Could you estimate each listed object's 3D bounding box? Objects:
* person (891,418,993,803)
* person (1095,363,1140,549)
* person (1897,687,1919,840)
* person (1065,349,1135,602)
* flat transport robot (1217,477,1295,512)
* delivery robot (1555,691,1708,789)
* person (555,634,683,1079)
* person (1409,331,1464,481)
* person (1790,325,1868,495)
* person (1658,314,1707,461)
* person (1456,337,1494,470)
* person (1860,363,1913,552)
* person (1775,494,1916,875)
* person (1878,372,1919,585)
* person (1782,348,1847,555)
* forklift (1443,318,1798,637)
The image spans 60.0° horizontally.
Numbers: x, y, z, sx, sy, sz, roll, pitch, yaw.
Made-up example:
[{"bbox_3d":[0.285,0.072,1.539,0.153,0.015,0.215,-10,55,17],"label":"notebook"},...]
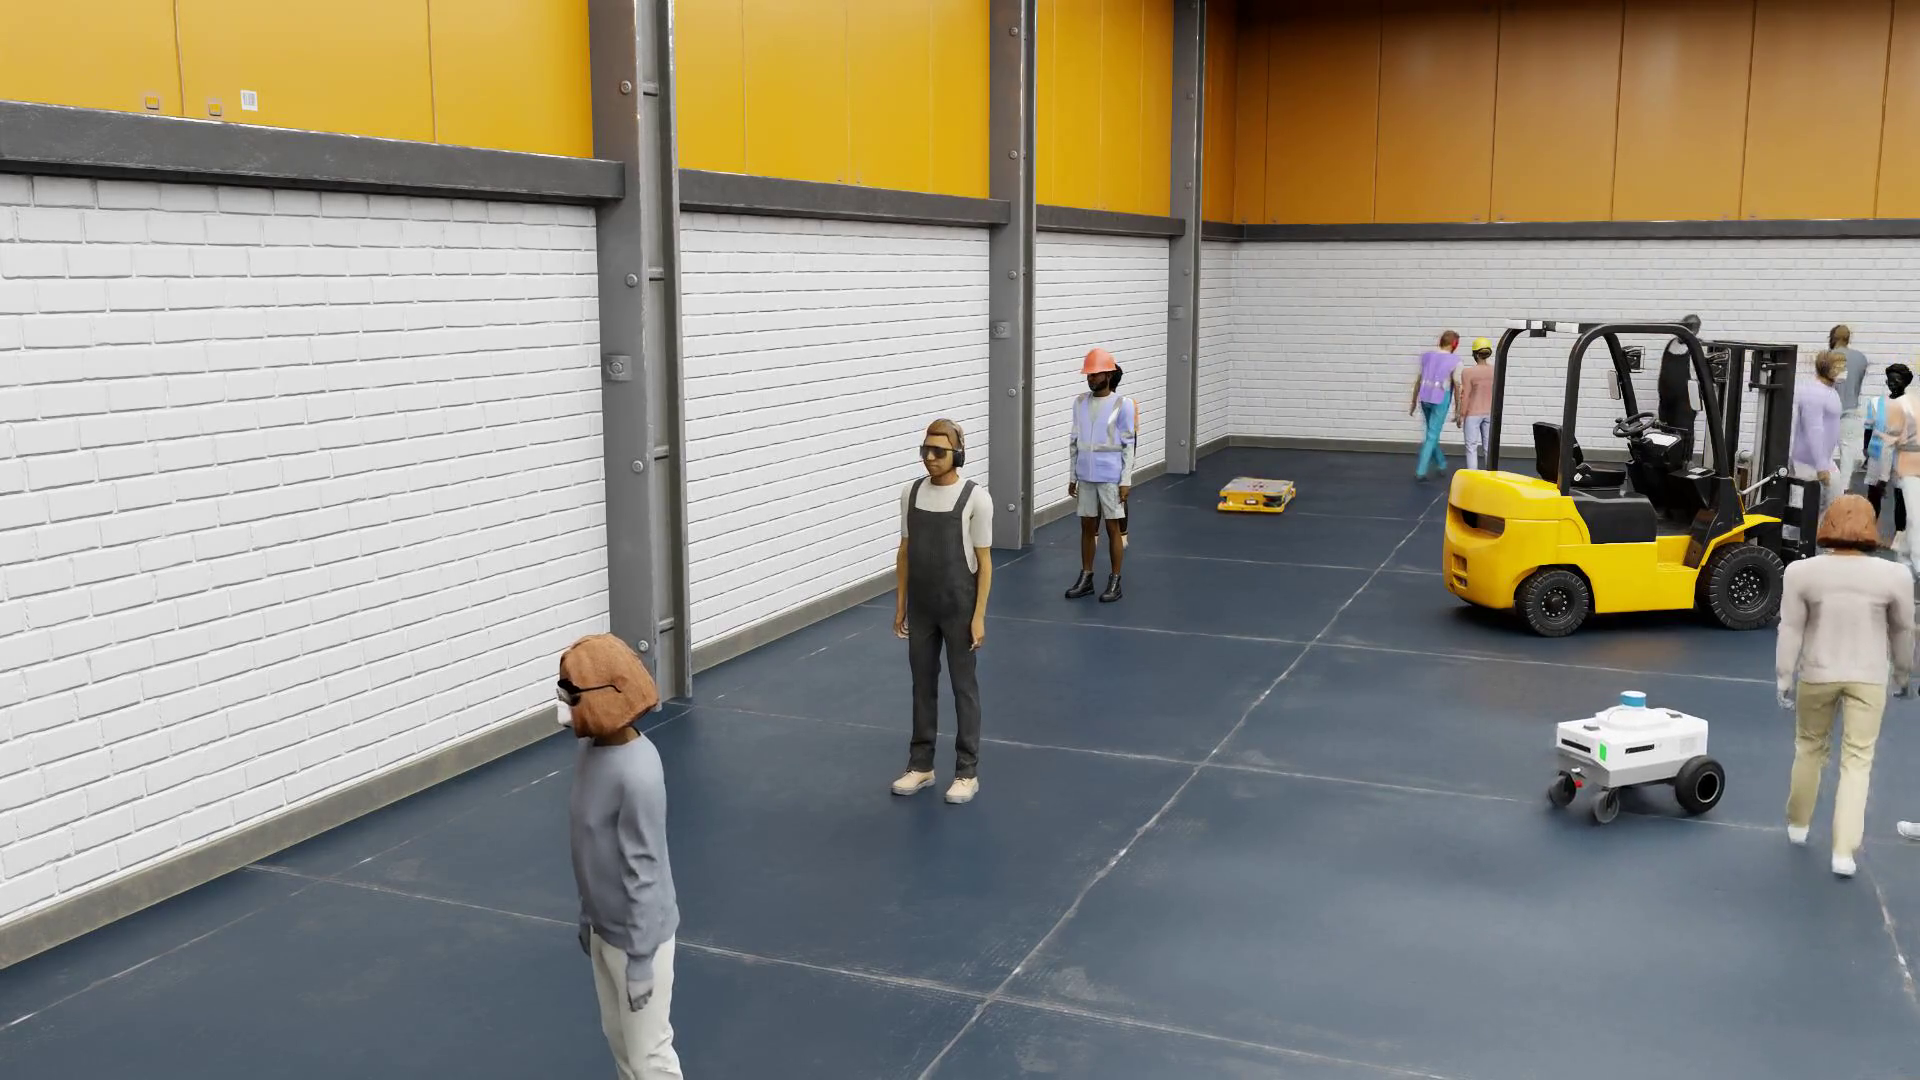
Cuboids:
[{"bbox_3d":[-0.090,0.337,7.992,0.508,1.847,0.345,5,11,27],"label":"person"},{"bbox_3d":[1.357,-0.755,15.077,0.531,1.690,0.319,0,9,-3],"label":"person"},{"bbox_3d":[4.345,0.509,6.938,0.656,1.862,0.902,-2,10,-13],"label":"person"},{"bbox_3d":[1.060,-0.493,12.738,0.551,1.937,0.357,7,11,35],"label":"person"},{"bbox_3d":[3.180,-0.488,17.752,0.652,0.197,1.431,3,10,17],"label":"flat transport robot"},{"bbox_3d":[3.167,0.958,7.847,0.707,0.478,0.477,-4,10,-24],"label":"delivery robot"},{"bbox_3d":[-0.894,1.044,4.384,0.288,1.626,0.497,-5,11,-30],"label":"person"},{"bbox_3d":[5.784,-1.615,20.011,0.940,1.778,0.640,-7,12,-36],"label":"person"},{"bbox_3d":[9.767,-1.455,18.689,0.643,1.906,0.854,-1,9,-7],"label":"person"},{"bbox_3d":[8.894,-1.842,20.604,0.571,2.000,0.803,-4,10,-24],"label":"person"},{"bbox_3d":[5.838,-1.398,18.745,0.535,1.767,0.316,-3,10,-18],"label":"person"},{"bbox_3d":[8.388,-0.742,14.973,0.322,1.697,0.534,-8,12,-39],"label":"person"},{"bbox_3d":[3.776,0.607,7.114,0.528,1.608,0.694,6,11,30],"label":"person"},{"bbox_3d":[7.649,-0.525,13.104,0.615,1.873,0.968,1,9,4],"label":"person"},{"bbox_3d":[6.997,-0.625,13.701,0.834,1.918,0.674,7,12,36],"label":"person"},{"bbox_3d":[4.706,-0.497,11.990,2.313,2.155,1.214,-2,10,-10],"label":"forklift"}]
